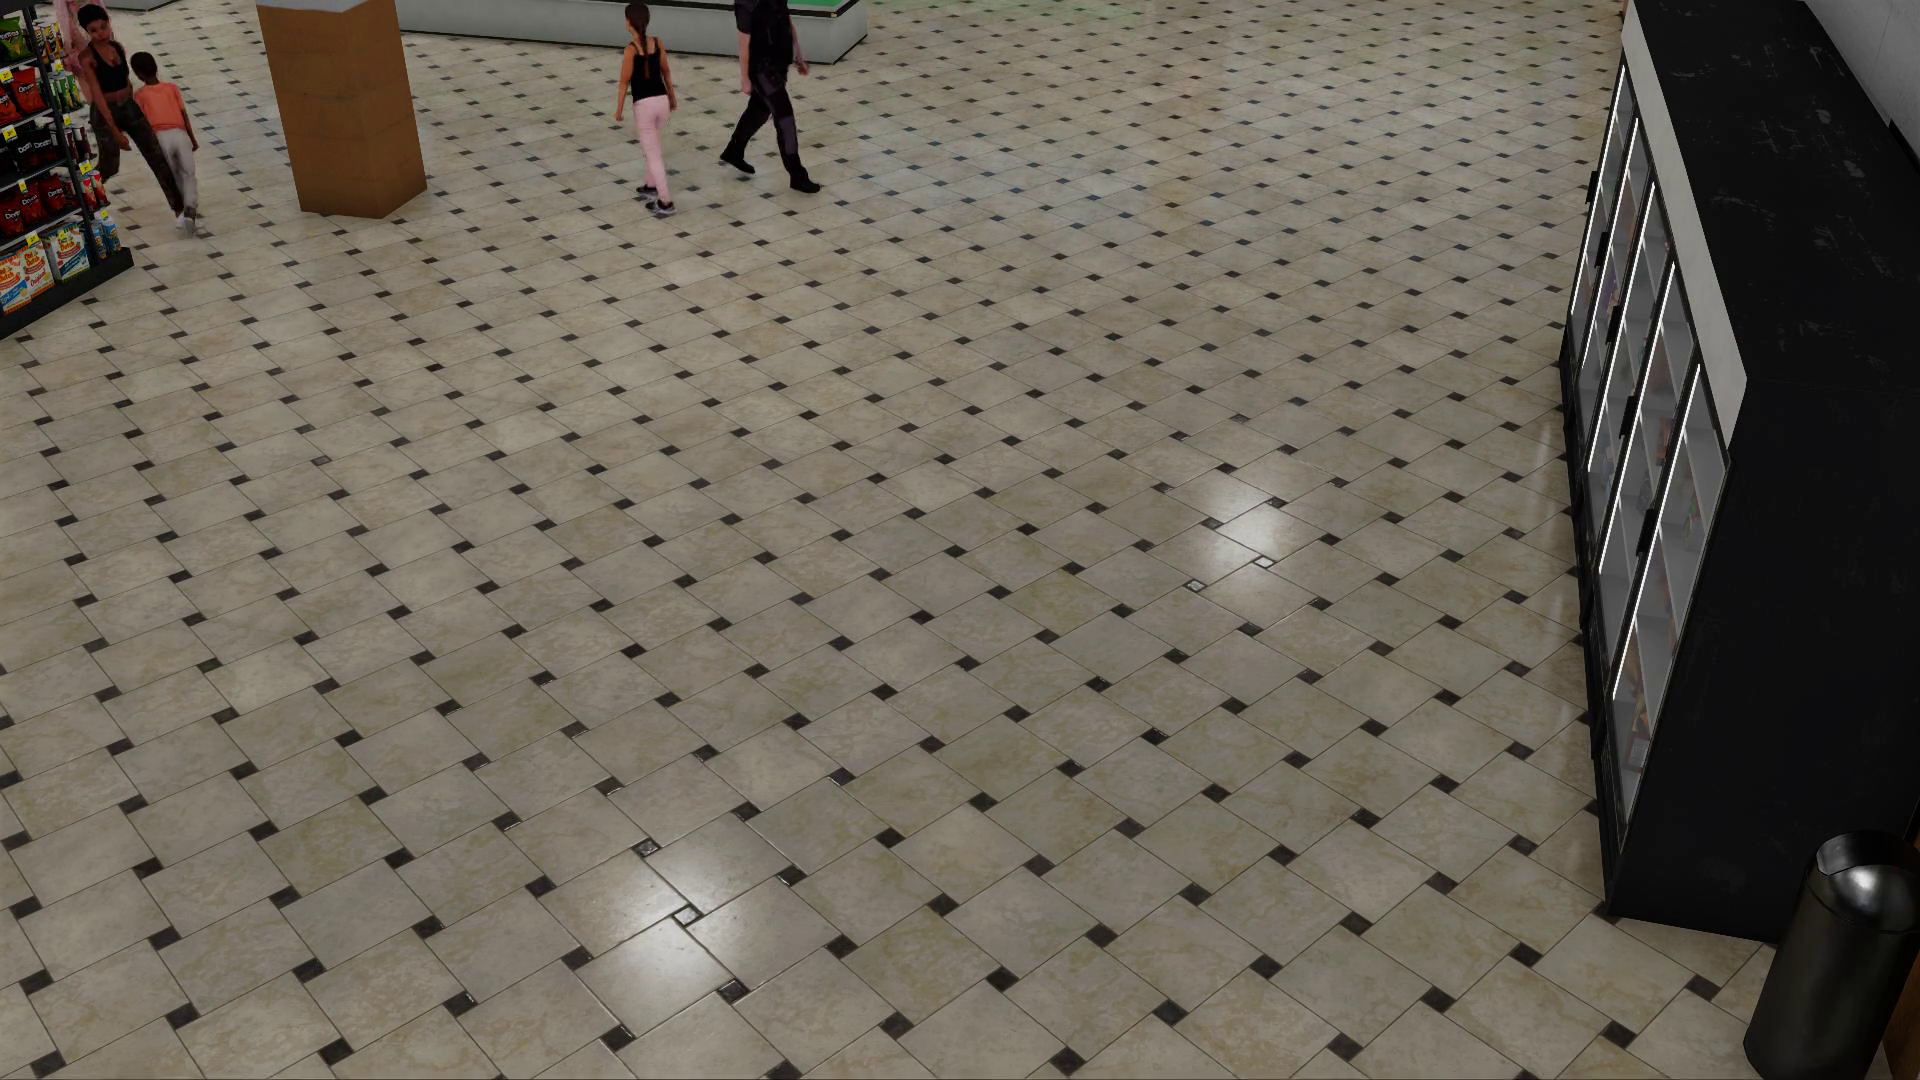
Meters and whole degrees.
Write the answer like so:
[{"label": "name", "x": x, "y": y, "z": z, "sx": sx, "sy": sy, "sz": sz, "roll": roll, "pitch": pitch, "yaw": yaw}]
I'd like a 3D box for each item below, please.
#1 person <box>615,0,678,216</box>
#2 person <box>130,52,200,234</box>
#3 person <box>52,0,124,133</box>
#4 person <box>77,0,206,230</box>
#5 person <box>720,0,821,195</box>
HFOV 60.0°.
[{"label": "person", "x": -2.272, "y": -3.216, "z": 12.474, "sx": 0.901, "sy": 1.537, "sz": 0.814, "roll": 21, "pitch": 38, "yaw": 30}, {"label": "person", "x": -5.784, "y": -2.900, "z": 12.200, "sx": 0.854, "sy": 1.290, "sz": 0.899, "roll": -14, "pitch": 35, "yaw": -21}, {"label": "person", "x": -7.327, "y": -4.273, "z": 14.041, "sx": 0.758, "sy": 1.676, "sz": 0.822, "roll": -25, "pitch": 40, "yaw": -34}, {"label": "person", "x": -6.162, "y": -3.008, "z": 12.030, "sx": 1.196, "sy": 1.652, "sz": 0.678, "roll": 12, "pitch": 34, "yaw": 18}, {"label": "person", "x": -1.558, "y": -3.604, "z": 12.849, "sx": 1.226, "sy": 1.799, "sz": 0.869, "roll": 10, "pitch": 33, "yaw": 16}]
